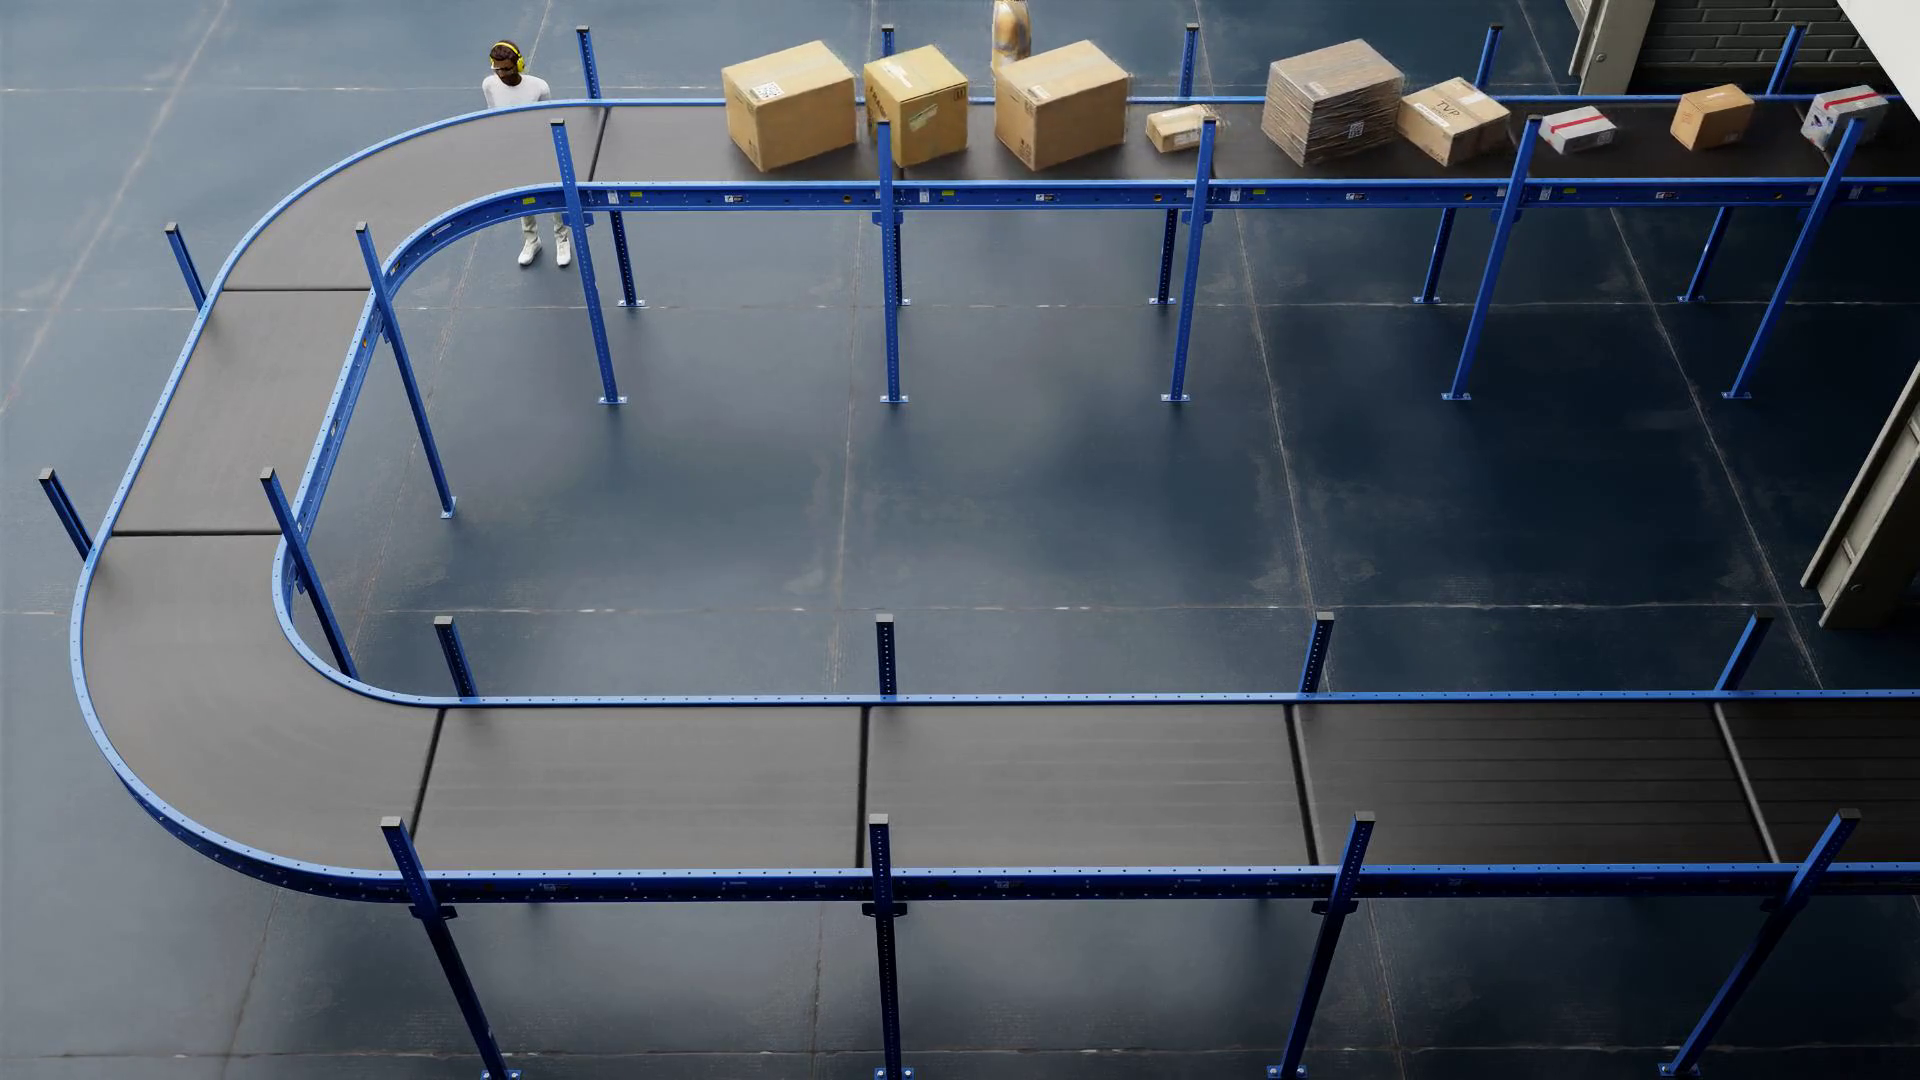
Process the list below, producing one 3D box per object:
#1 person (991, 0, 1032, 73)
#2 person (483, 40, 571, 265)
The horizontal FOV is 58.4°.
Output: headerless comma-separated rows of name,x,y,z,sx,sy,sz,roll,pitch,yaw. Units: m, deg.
person,0.378,-3.717,13.434,0.499,1.918,0.559,4,47,4
person,-3.175,-2.839,12.649,0.521,1.870,0.319,3,47,3
